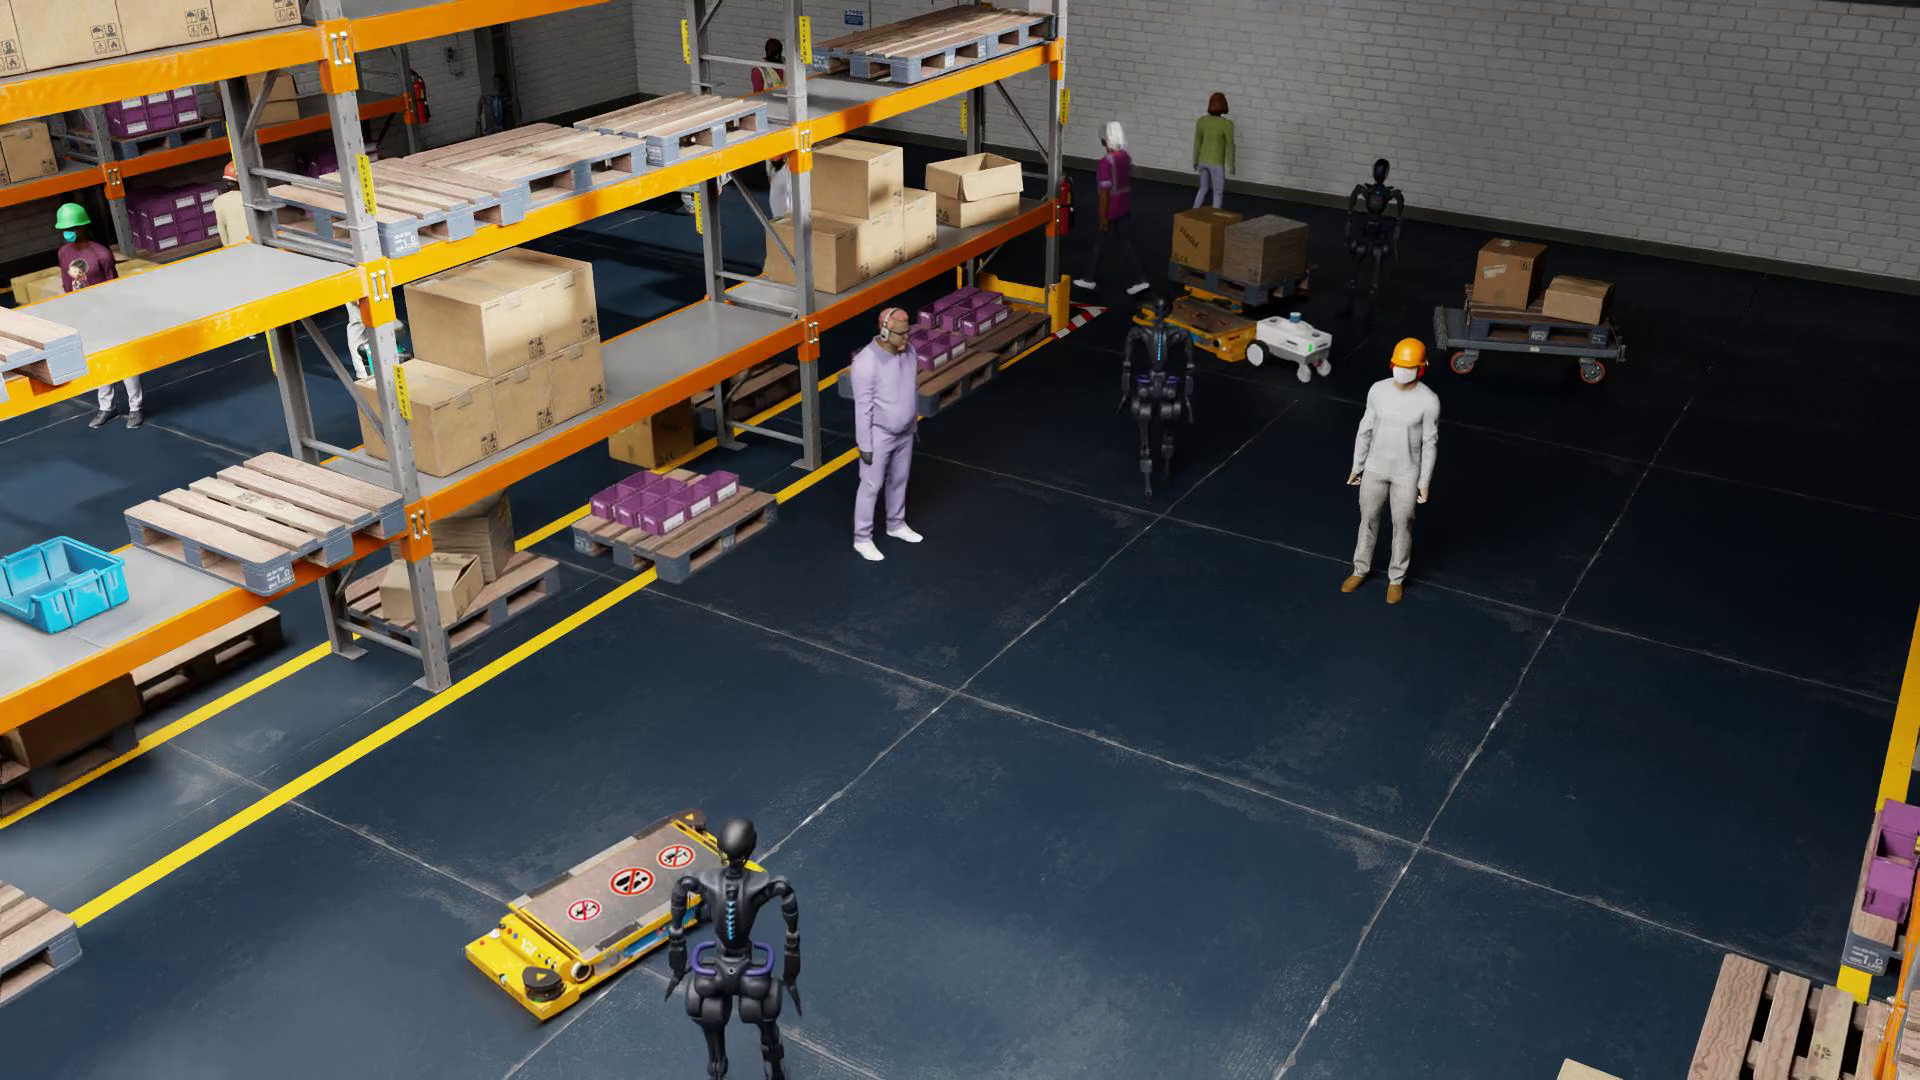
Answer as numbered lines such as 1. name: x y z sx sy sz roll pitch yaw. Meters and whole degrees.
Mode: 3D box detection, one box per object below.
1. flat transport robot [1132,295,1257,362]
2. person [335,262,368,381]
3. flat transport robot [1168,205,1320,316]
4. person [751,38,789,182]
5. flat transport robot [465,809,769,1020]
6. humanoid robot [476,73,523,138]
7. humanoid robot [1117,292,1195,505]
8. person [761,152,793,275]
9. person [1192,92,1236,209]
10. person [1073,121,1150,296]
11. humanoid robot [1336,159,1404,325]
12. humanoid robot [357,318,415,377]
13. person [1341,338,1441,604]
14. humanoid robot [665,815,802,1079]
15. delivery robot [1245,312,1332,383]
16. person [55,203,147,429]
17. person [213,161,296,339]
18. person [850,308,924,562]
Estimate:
1. flat transport robot: 2.409 -2.087 16.310 0.659 0.231 1.431 -18 32 -31
2. person: -5.400 -2.334 14.953 0.357 1.937 0.636 -1 27 -1
3. flat transport robot: 2.964 -2.590 17.301 1.431 0.231 0.659 -21 34 -36
4. person: -2.344 -5.486 21.285 0.640 1.832 0.430 -23 35 -38
5. flat transport robot: -1.730 1.875 8.503 0.659 0.231 1.431 23 35 37
6. humanoid robot: -5.607 -4.819 20.204 0.634 1.622 0.756 -2 27 -4
7. humanoid robot: 1.515 -1.126 12.871 0.594 1.642 0.589 2 27 4
8. person: -1.795 -3.353 17.240 0.906 1.685 0.608 -14 30 -26
9. person: 2.942 -4.363 19.297 0.536 1.621 0.320 24 35 38
10. person: 1.633 -3.436 17.275 0.531 1.806 0.905 -22 34 -37
11. humanoid robot: 4.094 -2.977 16.517 0.601 1.650 0.366 8 28 14
12. humanoid robot: -3.886 -0.856 12.119 0.533 1.673 0.735 16 31 29
13. person: 2.948 -0.479 11.346 0.561 1.898 0.352 15 30 27
14. humanoid robot: -0.966 1.837 7.053 0.603 1.641 0.615 -1 27 -2
15. delivery robot: 3.084 -1.834 15.485 0.499 0.585 0.765 -20 33 -34
16. person: -7.293 -1.902 14.091 0.489 1.951 0.419 2 27 5
17. person: -6.836 -2.796 16.065 0.559 1.751 0.324 6 27 11
18. person: -0.502 -0.769 11.930 0.415 1.893 0.647 20 33 34
